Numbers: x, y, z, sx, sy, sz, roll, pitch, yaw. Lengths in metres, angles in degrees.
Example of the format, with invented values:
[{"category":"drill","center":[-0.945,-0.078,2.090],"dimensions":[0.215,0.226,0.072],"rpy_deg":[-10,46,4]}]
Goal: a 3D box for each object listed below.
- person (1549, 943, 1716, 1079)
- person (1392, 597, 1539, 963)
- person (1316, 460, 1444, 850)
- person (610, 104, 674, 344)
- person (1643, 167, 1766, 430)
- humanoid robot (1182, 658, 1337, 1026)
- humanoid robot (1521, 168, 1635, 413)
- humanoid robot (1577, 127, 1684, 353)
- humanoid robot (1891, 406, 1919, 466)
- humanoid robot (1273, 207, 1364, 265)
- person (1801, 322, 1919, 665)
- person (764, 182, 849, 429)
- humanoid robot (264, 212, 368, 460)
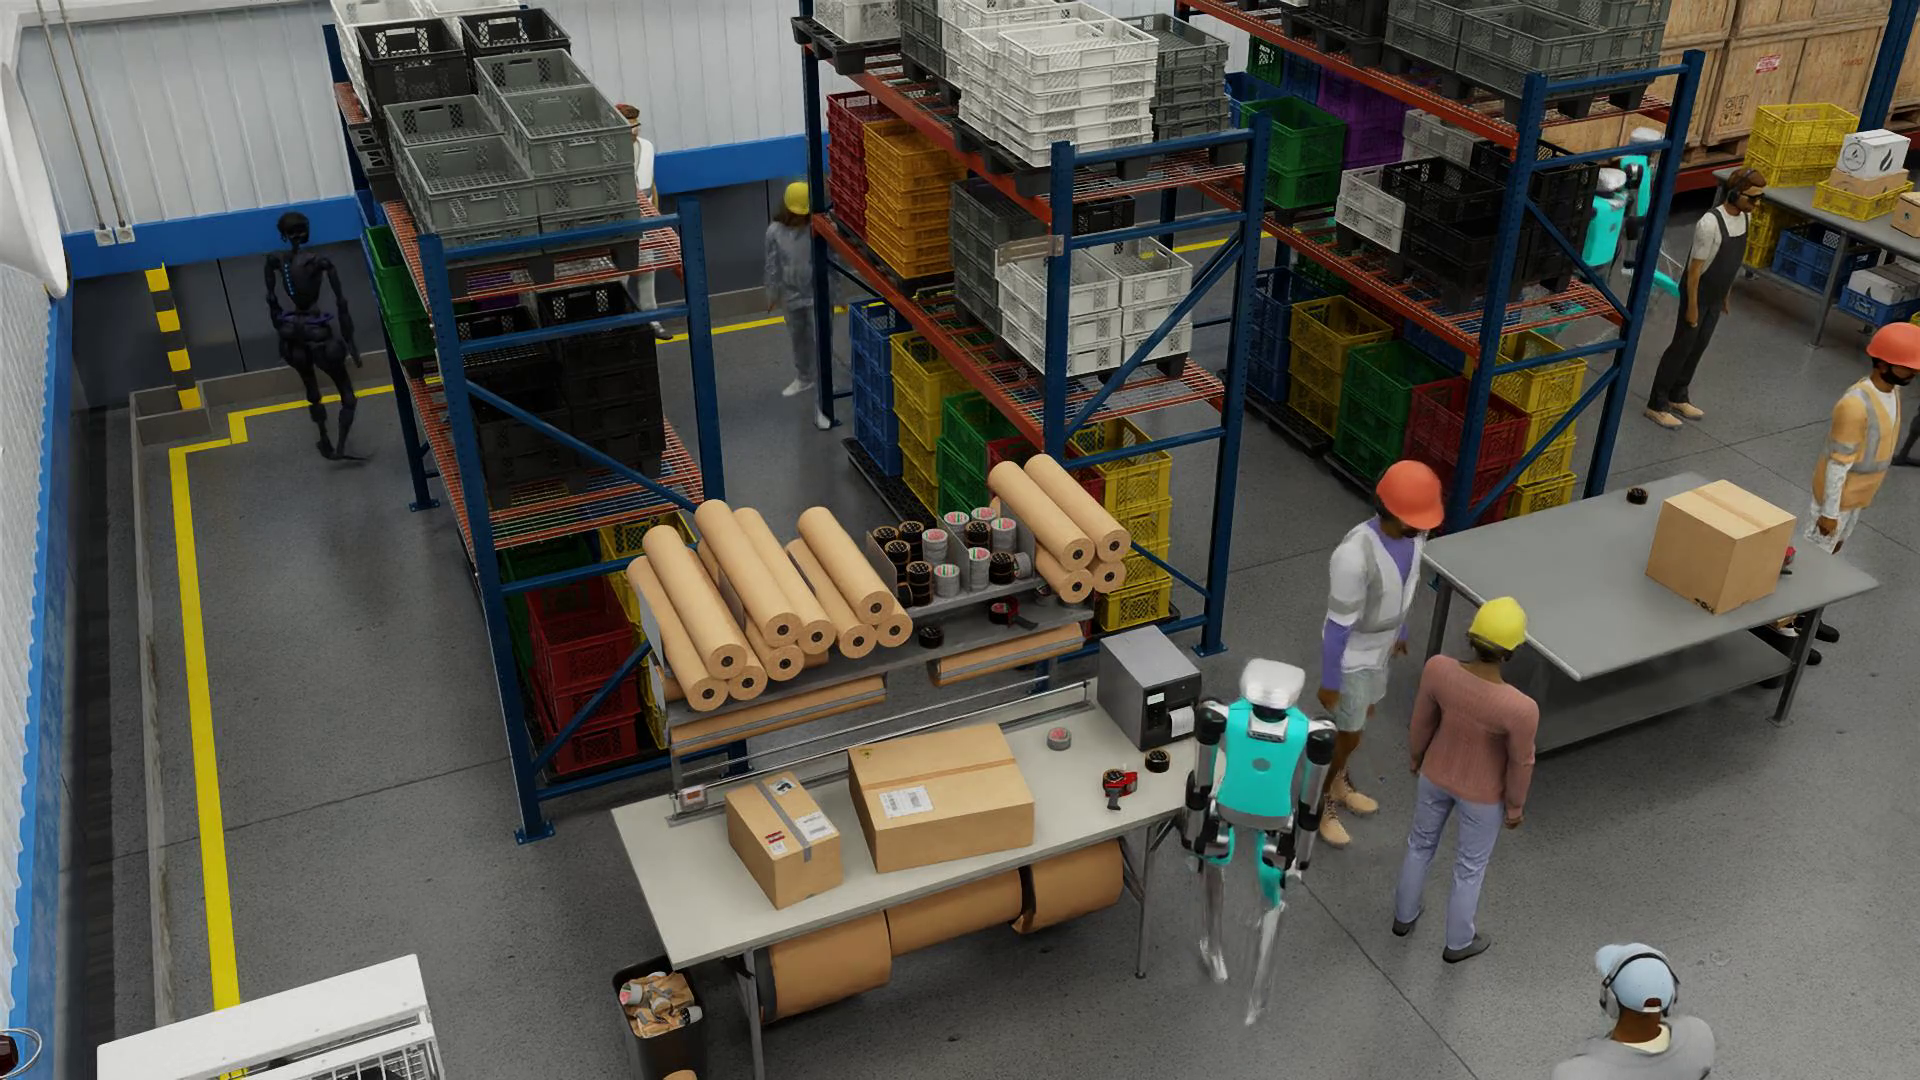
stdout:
[{"category":"person","center":[1.985,1.981,5.249],"dimensions":[0.589,1.847,0.406],"rpy_deg":[-13,34,-20]},{"category":"person","center":[2.111,0.998,6.922],"dimensions":[0.534,1.765,0.318],"rpy_deg":[27,41,37]},{"category":"person","center":[1.866,0.506,7.492],"dimensions":[0.673,2.019,0.457],"rpy_deg":[-26,40,-36]},{"category":"person","center":[-2.428,-2.300,12.214],"dimensions":[0.388,1.836,0.560],"rpy_deg":[24,39,33]},{"category":"person","center":[4.983,-1.608,11.098],"dimensions":[0.500,1.831,0.360],"rpy_deg":[-20,37,-29]},{"category":"humanoid robot","center":[1.188,1.122,6.761],"dimensions":[0.537,1.788,0.746],"rpy_deg":[7,32,11]},{"category":"humanoid robot","center":[4.056,-1.734,11.461],"dimensions":[0.534,1.852,0.822],"rpy_deg":[-20,37,-29]},{"category":"humanoid robot","center":[5.091,-2.045,11.929],"dimensions":[0.985,1.766,0.544],"rpy_deg":[12,34,19]},{"category":"humanoid robot","center":[6.378,-1.173,10.540],"dimensions":[0.496,1.639,0.598],"rpy_deg":[4,32,7]},{"category":"humanoid robot","center":[3.057,-2.893,13.300],"dimensions":[1.043,1.743,0.542],"rpy_deg":[20,37,29]},{"category":"person","center":[4.702,-0.254,8.791],"dimensions":[0.542,1.939,0.359],"rpy_deg":[-28,41,-37]},{"category":"person","center":[-1.047,-1.620,11.239],"dimensions":[0.569,1.690,0.839],"rpy_deg":[4,32,7]},{"category":"humanoid robot","center":[-4.186,-1.278,10.709],"dimensions":[0.592,1.646,0.454],"rpy_deg":[7,32,11]}]
